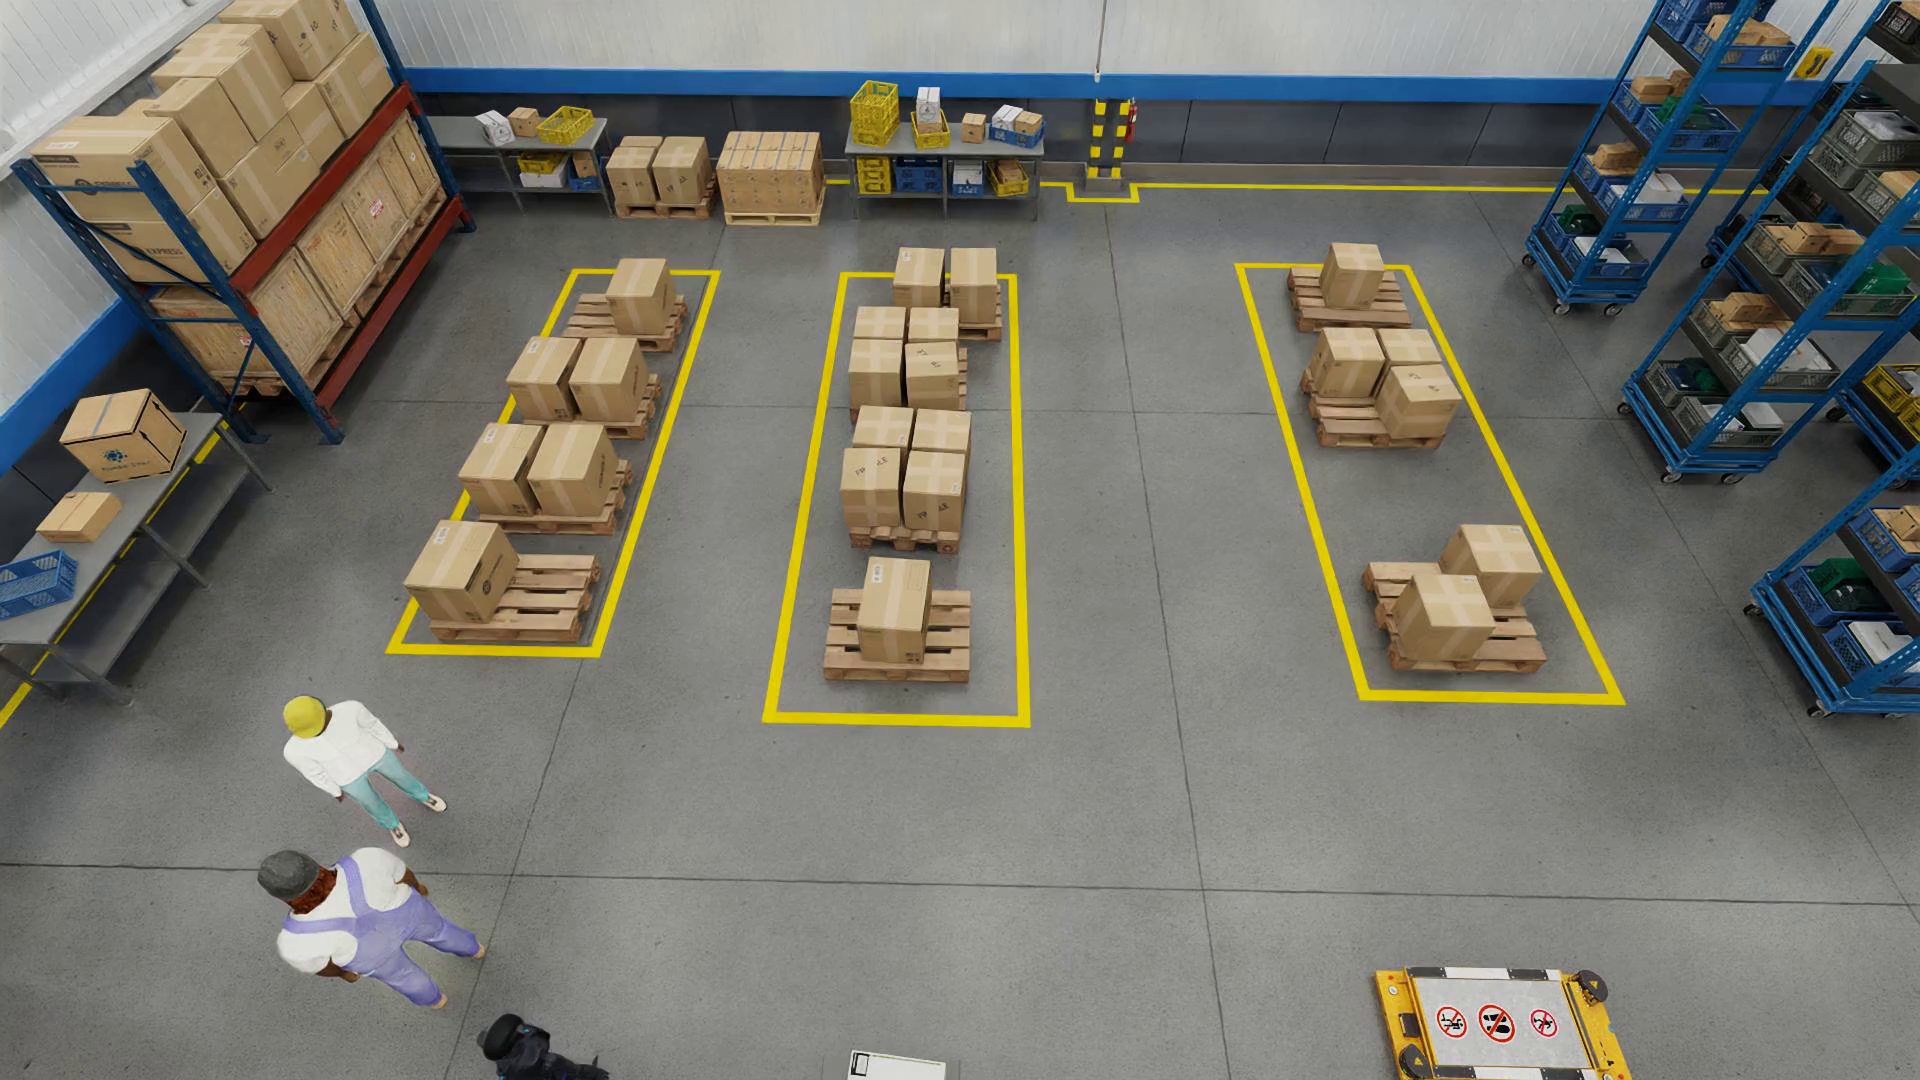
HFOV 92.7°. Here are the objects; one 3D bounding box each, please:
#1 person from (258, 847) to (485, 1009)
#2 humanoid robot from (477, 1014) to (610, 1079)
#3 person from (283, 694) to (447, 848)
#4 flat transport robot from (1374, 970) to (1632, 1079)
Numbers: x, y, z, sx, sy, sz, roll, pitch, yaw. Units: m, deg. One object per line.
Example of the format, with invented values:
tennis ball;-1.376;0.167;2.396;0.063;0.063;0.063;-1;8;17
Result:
person;-3.522;2.287;5.479;0.536;2.000;0.680;24;55;18
humanoid robot;-2.305;2.985;5.142;0.572;1.648;0.361;11;52;9
person;-4.078;1.544;6.265;0.335;1.760;0.524;29;57;22
flat transport robot;3.501;3.133;5.914;1.431;0.197;0.652;1;51;1
